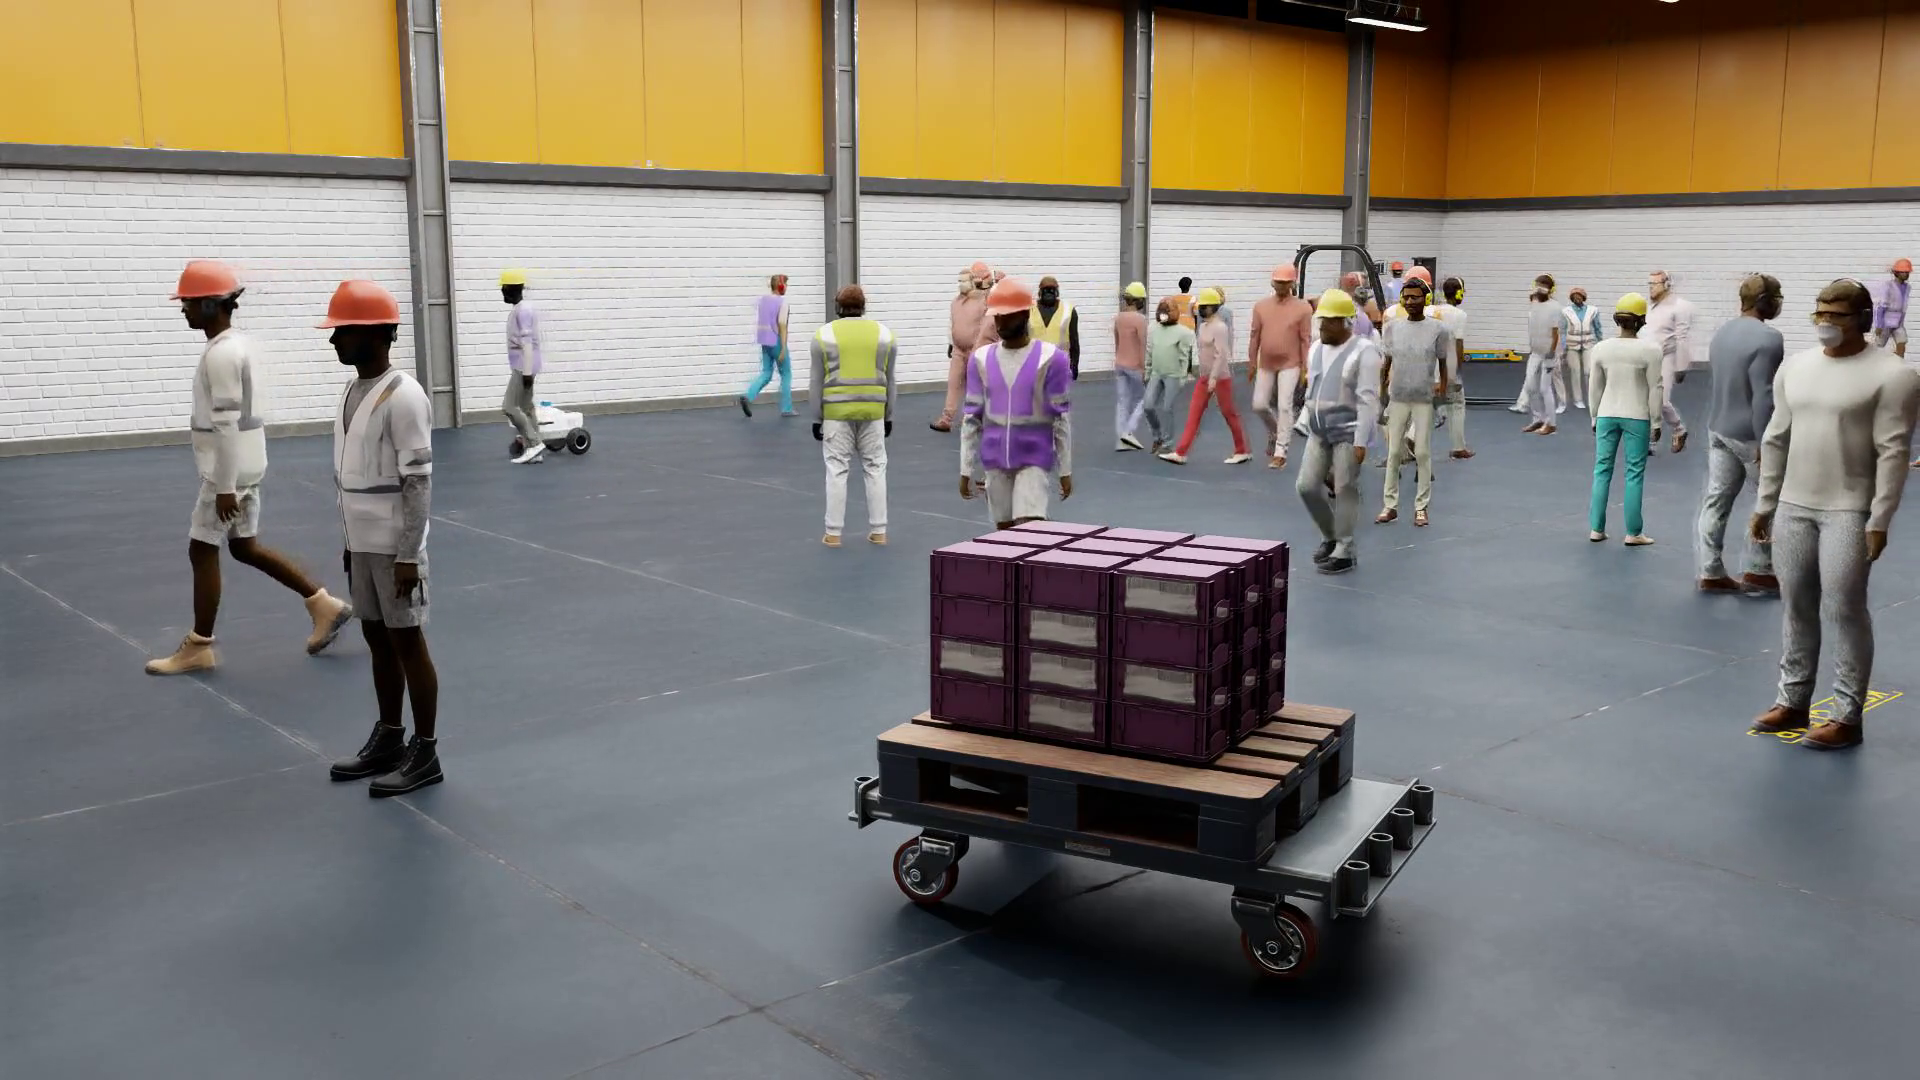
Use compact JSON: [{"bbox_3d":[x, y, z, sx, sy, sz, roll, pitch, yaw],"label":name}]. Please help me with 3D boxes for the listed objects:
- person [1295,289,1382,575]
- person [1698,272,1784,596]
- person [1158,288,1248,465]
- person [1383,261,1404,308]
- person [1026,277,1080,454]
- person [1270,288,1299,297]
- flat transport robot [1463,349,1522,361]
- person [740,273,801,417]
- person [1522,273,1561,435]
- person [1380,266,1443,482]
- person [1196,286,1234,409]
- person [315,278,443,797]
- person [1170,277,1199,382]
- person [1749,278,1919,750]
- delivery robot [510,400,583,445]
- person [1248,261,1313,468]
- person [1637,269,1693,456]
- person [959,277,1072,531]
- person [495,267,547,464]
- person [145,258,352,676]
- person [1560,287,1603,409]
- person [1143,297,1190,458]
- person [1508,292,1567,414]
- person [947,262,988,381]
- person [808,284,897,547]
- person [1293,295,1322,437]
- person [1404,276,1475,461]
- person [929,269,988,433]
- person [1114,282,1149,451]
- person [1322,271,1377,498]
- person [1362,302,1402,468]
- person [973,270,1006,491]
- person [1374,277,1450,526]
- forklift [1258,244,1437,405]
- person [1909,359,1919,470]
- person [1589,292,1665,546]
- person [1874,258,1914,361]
[{"bbox_3d":[2.391,-0.678,10.561,0.421,1.816,0.602,-7,12,-35],"label":"person"},{"bbox_3d":[4.744,-0.614,9.871,0.644,1.922,0.655,-1,10,-8],"label":"person"},{"bbox_3d":[2.406,-1.565,16.056,0.948,1.707,0.533,-4,11,-24],"label":"person"},{"bbox_3d":[8.067,-4.187,30.756,0.549,1.936,0.368,-1,10,-5],"label":"person"},{"bbox_3d":[0.880,-1.772,17.005,0.658,1.804,0.876,1,10,8],"label":"person"},{"bbox_3d":[4.987,-3.274,25.696,0.929,1.850,0.578,-8,12,-38],"label":"person"},{"bbox_3d":[10.015,-3.574,32.038,1.431,0.197,0.652,0,10,2],"label":"flat transport robot"},{"bbox_3d":[-2.367,-2.417,20.765,0.566,1.812,0.792,9,13,43],"label":"person"},{"bbox_3d":[6.586,-2.084,18.747,0.508,1.828,0.550,-4,10,-21],"label":"person"},{"bbox_3d":[4.056,-1.484,14.948,0.547,1.930,0.382,6,11,30],"label":"person"},{"bbox_3d":[3.374,-2.541,22.005,0.500,1.633,0.280,4,10,20],"label":"person"},{"bbox_3d":[-2.192,-0.006,6.273,0.542,1.938,0.358,9,14,44],"label":"person"},{"bbox_3d":[3.604,-3.389,26.810,0.535,1.691,0.319,4,10,20],"label":"person"},{"bbox_3d":[3.611,-0.115,6.934,0.397,1.934,0.627,-5,11,-26],"label":"person"},{"bbox_3d":[-4.199,-1.176,16.892,0.477,0.478,0.707,9,13,42],"label":"delivery robot"},{"bbox_3d":[3.095,-1.693,16.016,0.625,1.977,0.611,6,11,30],"label":"person"},{"bbox_3d":[7.025,-1.768,16.725,0.487,1.897,0.644,-5,11,-25],"label":"person"},{"bbox_3d":[0.250,-0.389,8.612,0.575,1.904,0.778,4,10,21],"label":"person"},{"bbox_3d":[-4.265,-1.676,16.110,0.425,1.911,0.619,-3,10,-17],"label":"person"},{"bbox_3d":[-3.508,-0.355,8.103,0.913,2.017,0.623,-3,10,-16],"label":"person"},{"bbox_3d":[8.206,-2.520,21.931,0.586,1.607,0.587,2,10,11],"label":"person"},{"bbox_3d":[2.061,-1.618,16.641,0.515,1.615,0.369,7,12,36],"label":"person"},{"bbox_3d":[7.482,-2.402,21.320,0.889,1.589,0.564,-5,11,-29],"label":"person"},{"bbox_3d":[0.216,-2.370,20.100,0.740,1.931,0.895,1,10,6],"label":"person"},{"bbox_3d":[-0.753,-0.864,11.630,0.626,1.836,0.431,-3,10,-15],"label":"person"},{"bbox_3d":[4.056,-1.971,18.767,0.842,1.599,0.513,-5,11,-29],"label":"person"},{"bbox_3d":[4.765,-1.690,16.466,0.893,1.838,0.510,-7,12,-34],"label":"person"},{"bbox_3d":[0.061,-2.143,18.987,0.658,1.860,0.954,8,12,37],"label":"person"},{"bbox_3d":[1.791,-1.782,17.193,0.374,1.749,0.549,-6,12,-33],"label":"person"},{"bbox_3d":[3.213,-1.269,13.798,0.449,1.895,0.644,-3,10,-17],"label":"person"},{"bbox_3d":[3.844,-1.474,15.870,0.862,1.581,0.516,1,10,8],"label":"person"},{"bbox_3d":[0.316,-1.378,14.420,0.406,1.902,0.639,-1,10,-3],"label":"person"},{"bbox_3d":[3.396,-1.032,12.501,0.533,1.863,0.310,5,11,26],"label":"person"},{"bbox_3d":[5.256,-2.933,22.661,2.313,2.155,1.214,3,10,16],"label":"forklift"},{"bbox_3d":[9.245,-1.538,15.368,0.645,1.906,0.880,-4,10,-22],"label":"person"},{"bbox_3d":[4.669,-0.844,11.674,0.306,1.772,0.525,-9,14,-44],"label":"person"},{"bbox_3d":[14.572,-3.427,26.180,0.631,2.004,0.992,-3,10,-19],"label":"person"}]
